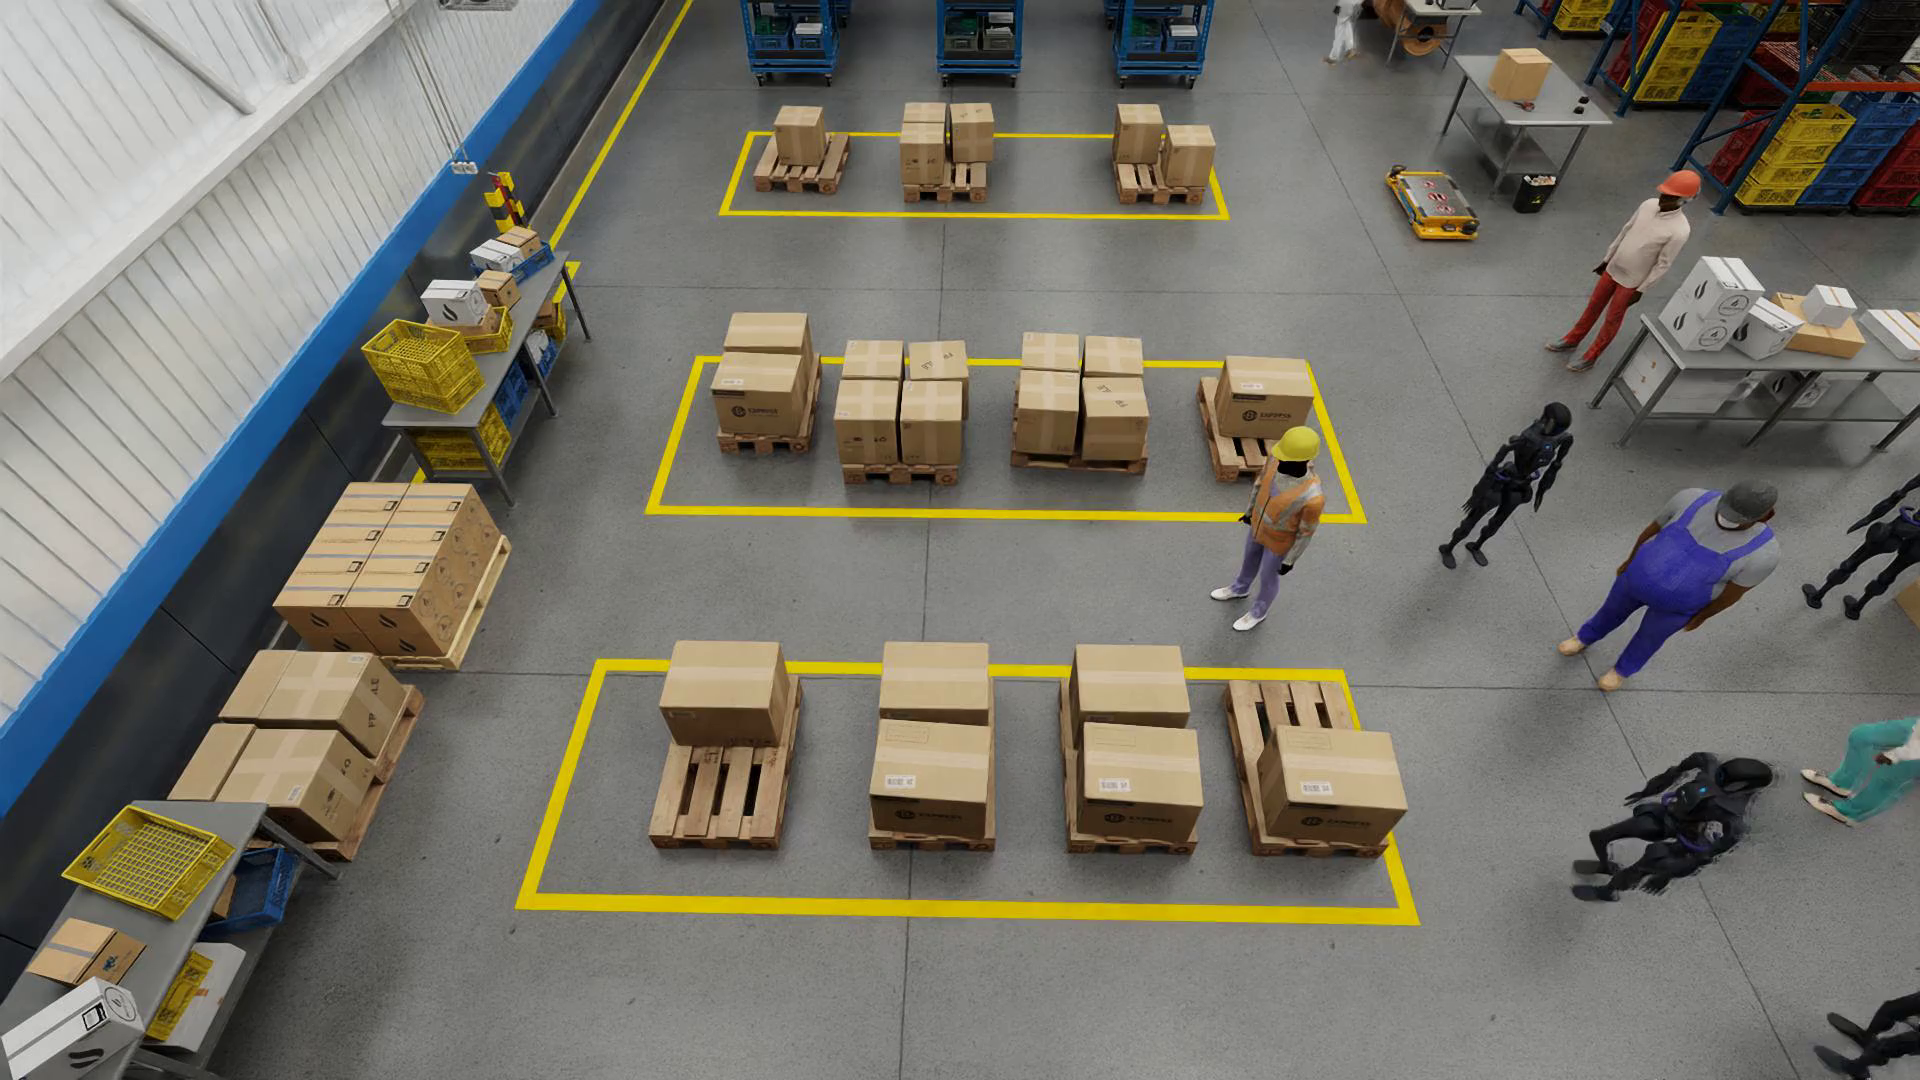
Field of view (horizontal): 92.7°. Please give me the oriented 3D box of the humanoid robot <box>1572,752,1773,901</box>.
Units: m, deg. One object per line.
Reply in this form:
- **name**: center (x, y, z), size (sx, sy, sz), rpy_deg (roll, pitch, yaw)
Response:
- **humanoid robot**: center (3.949, 1.650, 5.174), size (0.382, 1.652, 0.603), rpy_deg (3, 49, 3)

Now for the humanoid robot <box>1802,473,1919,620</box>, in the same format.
- **humanoid robot**: center (6.908, -0.060, 6.650), size (0.579, 1.652, 0.308), rpy_deg (20, 52, 16)

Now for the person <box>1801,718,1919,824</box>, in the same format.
- **person**: center (5.757, 1.173, 5.531), size (0.552, 1.747, 0.490), rpy_deg (-32, 56, -25)

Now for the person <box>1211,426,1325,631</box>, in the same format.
- **person**: center (2.194, -0.059, 6.488), size (0.381, 1.924, 0.592), rpy_deg (-15, 51, -13)

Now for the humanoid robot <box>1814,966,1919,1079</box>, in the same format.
- **humanoid robot**: center (4.981, 2.335, 4.595), size (0.432, 1.659, 0.597), rpy_deg (28, 55, 22)

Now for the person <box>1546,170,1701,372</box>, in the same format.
- **person**: center (6.208, -2.484, 8.541), size (0.376, 1.997, 0.610), rpy_deg (-7, 50, -6)

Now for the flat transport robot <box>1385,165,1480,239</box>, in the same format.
- **flat transport robot**: center (5.692, -4.094, 11.059), size (0.652, 0.197, 1.431), rpy_deg (1, 49, 1)

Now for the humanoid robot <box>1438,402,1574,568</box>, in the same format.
- **humanoid robot**: center (4.151, -0.386, 6.935), size (0.562, 1.653, 0.313), rpy_deg (-3, 49, -2)

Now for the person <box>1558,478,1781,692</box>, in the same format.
- **person**: center (4.722, 0.293, 6.109), size (0.535, 2.000, 0.683), rpy_deg (-21, 52, -17)

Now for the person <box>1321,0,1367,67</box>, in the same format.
- **person**: center (5.680, -7.846, 13.264), size (0.599, 1.871, 0.448), rpy_deg (-26, 54, -21)
